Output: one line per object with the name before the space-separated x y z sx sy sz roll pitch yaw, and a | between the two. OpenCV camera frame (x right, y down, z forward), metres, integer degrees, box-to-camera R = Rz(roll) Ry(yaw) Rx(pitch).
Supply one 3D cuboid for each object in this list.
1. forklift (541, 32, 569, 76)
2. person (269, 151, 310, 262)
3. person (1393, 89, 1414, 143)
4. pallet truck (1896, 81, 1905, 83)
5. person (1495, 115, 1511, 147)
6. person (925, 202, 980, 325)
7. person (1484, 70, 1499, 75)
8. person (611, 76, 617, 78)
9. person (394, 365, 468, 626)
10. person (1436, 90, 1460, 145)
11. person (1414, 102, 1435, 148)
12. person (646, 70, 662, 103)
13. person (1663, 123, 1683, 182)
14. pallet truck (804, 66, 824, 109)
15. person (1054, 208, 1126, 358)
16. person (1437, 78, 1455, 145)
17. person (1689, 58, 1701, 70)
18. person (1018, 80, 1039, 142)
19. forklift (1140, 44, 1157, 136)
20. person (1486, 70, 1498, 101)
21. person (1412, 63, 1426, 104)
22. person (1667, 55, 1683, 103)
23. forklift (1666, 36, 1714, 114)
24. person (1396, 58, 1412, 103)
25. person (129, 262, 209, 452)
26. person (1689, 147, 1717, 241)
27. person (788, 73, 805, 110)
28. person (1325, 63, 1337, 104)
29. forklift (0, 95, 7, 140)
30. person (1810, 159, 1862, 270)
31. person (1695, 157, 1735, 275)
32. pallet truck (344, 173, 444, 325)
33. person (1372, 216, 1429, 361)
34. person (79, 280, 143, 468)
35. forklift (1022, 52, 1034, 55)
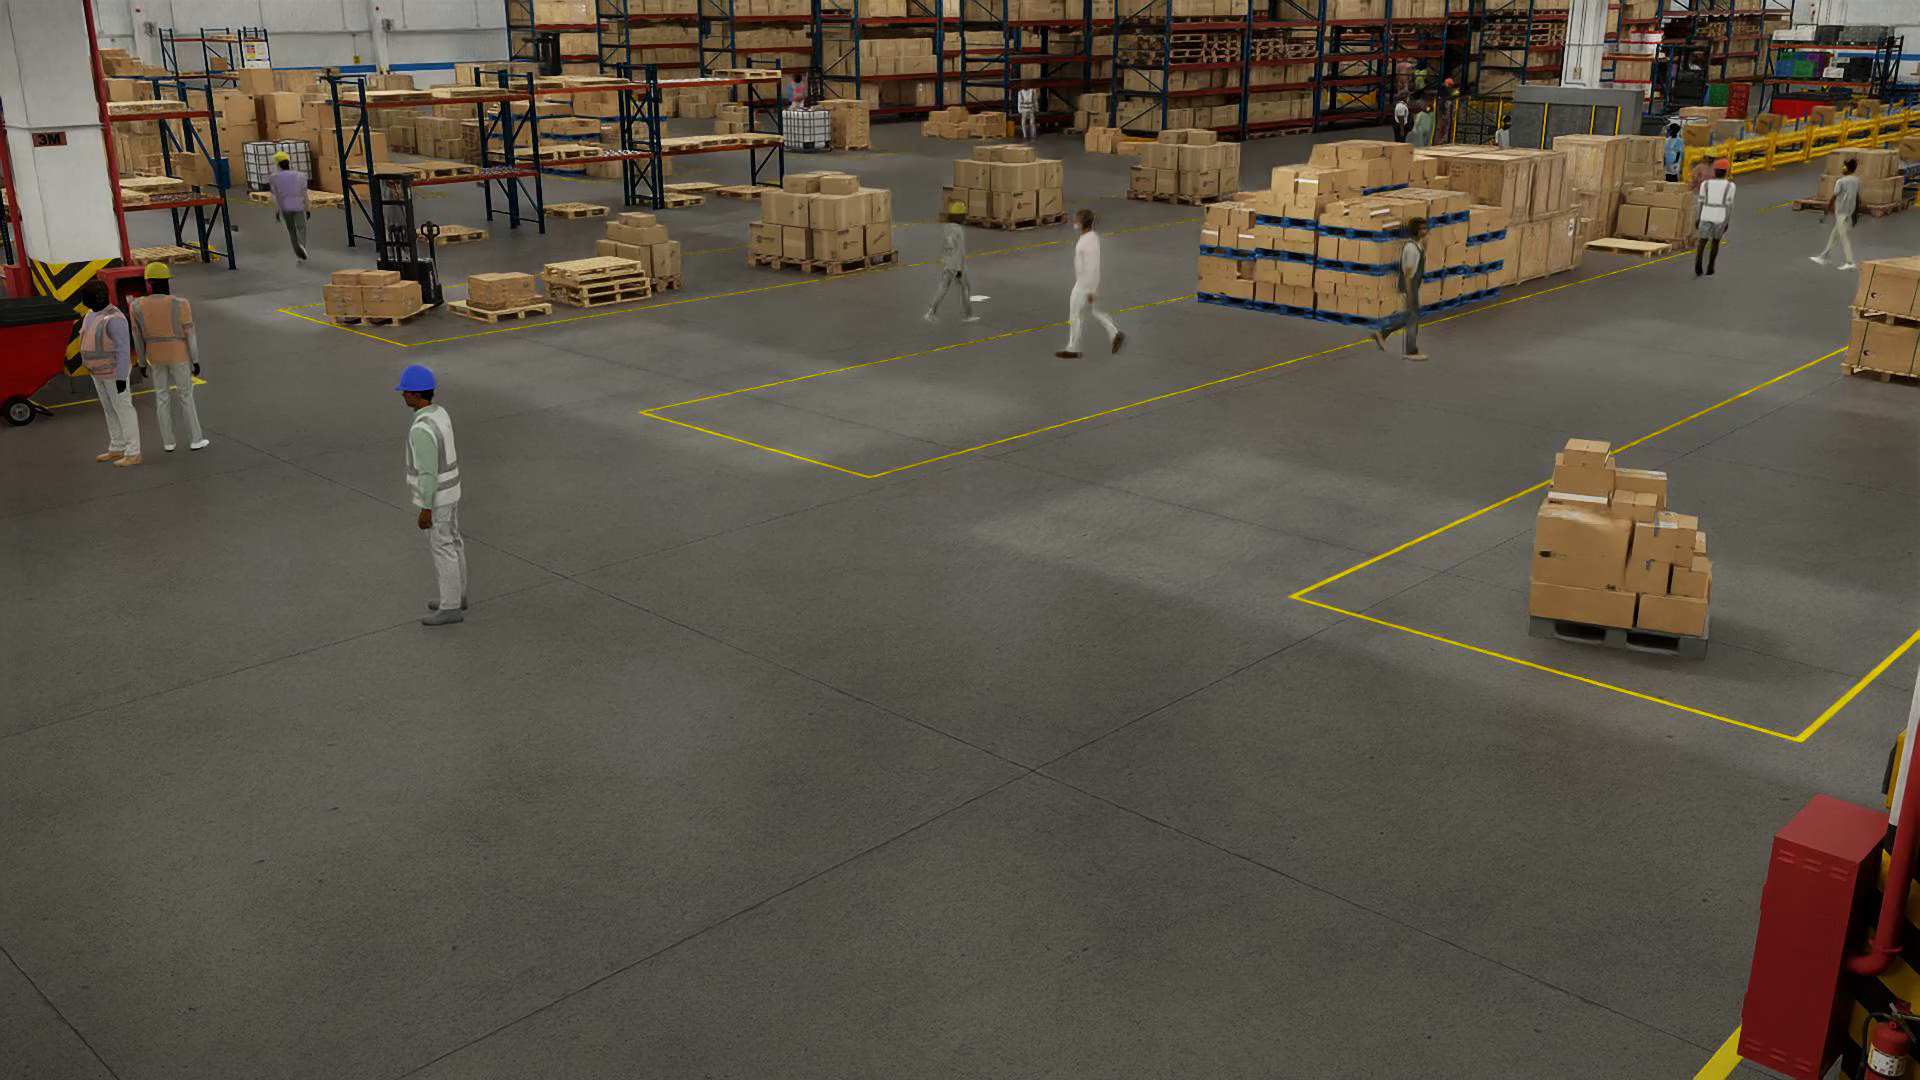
forklift | -16.572 -19.228 67.712 1.129 2.768 1.873 17 25 41
person | -11.441 -5.684 28.456 0.590 1.894 0.590 -6 19 -19
person | 11.609 -10.786 43.590 0.536 2.000 0.677 2 18 6
pallet truck | 34.802 -16.331 61.455 0.653 1.274 1.630 17 25 41
person | 11.960 -8.420 36.726 0.521 1.874 0.327 -17 25 -42
person | -0.121 -3.866 23.270 0.864 1.707 0.486 -15 24 -38
person | 22.910 -20.111 71.695 0.605 2.035 0.392 7 20 21
person | -11.919 -15.232 57.632 0.315 1.629 0.509 -17 25 -42
person | -3.871 -0.330 12.232 0.402 1.949 0.605 -1 18 -3
person | 14.316 -12.251 48.516 0.934 1.716 0.526 -10 21 -28
person | 12.555 -11.021 44.955 0.516 1.615 0.360 -2 19 -7
person | -10.366 -14.975 56.425 0.590 1.909 0.386 7 19 19
person | 15.809 -8.388 36.920 0.323 1.689 0.536 -3 19 -8
pallet truck | -4.812 -15.182 56.903 0.823 1.965 1.885 -9 21 -26
person | 1.660 -3.234 21.042 0.829 1.919 0.634 3 19 8
person | 14.403 -12.666 49.322 0.622 1.997 0.371 -14 23 -37
person | 31.881 -20.099 72.248 0.553 1.648 0.857 16 24 39
person | 2.102 -13.221 51.223 0.653 1.855 0.420 -1 18 -3
forklift | 6.008 -14.505 53.483 1.129 2.768 1.873 17 25 41
person | 21.904 -19.005 68.634 0.685 1.923 0.527 -9 21 -26
person | 18.757 -18.646 67.906 0.535 1.656 0.901 11 21 30
person | 29.487 -18.983 68.481 0.649 1.919 0.556 -17 25 -42
forklift | 27.341 -17.291 61.877 1.129 2.768 1.873 17 25 41
person | 18.204 -18.888 68.216 0.644 1.905 0.400 8 20 21
person | -8.014 -1.845 16.837 0.587 1.922 0.383 -3 19 -9
person | 13.901 -6.444 31.005 0.542 1.712 0.903 -2 18 -6
person | -5.451 -14.727 55.823 0.686 1.811 0.599 -12 22 -32
person | 15.119 -18.570 67.704 0.401 1.620 0.500 13 23 35
forklift | -29.721 -13.726 51.136 1.129 2.768 1.873 13 23 35
person | 14.812 -5.470 27.938 0.523 1.818 0.981 -7 20 -21
person | 12.272 -5.257 27.121 0.544 1.922 0.732 12 22 31
pallet truck | -8.209 -4.181 23.757 0.823 1.965 1.885 3 19 9
person | 5.621 -3.168 20.977 0.653 1.828 0.512 6 19 18
person | -8.365 -1.637 16.340 0.624 1.844 0.429 14 23 37
forklift | 3.111 -22.046 76.203 1.873 2.768 1.129 8 20 23
